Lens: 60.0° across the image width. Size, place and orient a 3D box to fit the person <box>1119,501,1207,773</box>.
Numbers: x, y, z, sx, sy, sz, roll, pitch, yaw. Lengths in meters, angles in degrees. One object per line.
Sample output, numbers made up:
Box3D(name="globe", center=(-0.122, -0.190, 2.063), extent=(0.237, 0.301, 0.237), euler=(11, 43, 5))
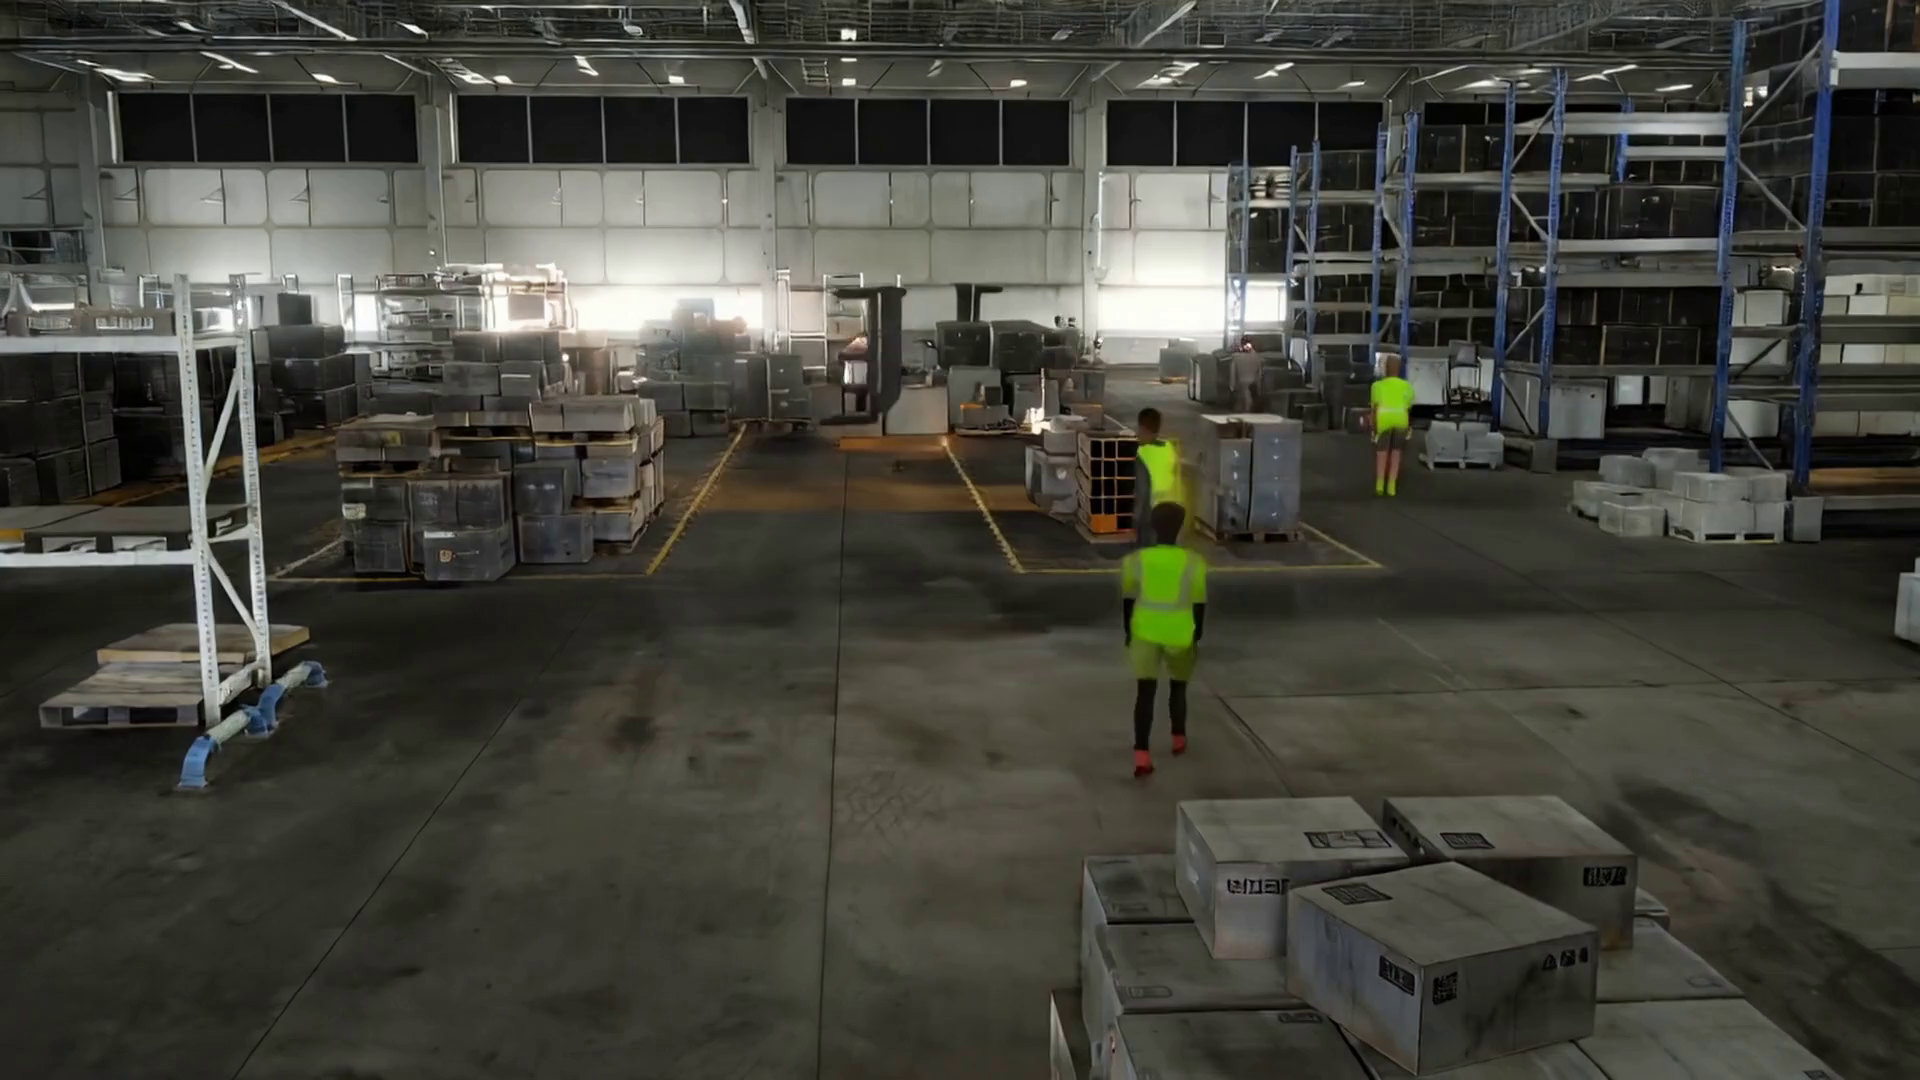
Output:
Box3D(name="person", center=(1.239, 0.583, 10.216), extent=(0.543, 1.654, 0.862), euler=(3, 9, 16))

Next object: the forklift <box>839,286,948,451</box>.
Box3D(name="forklift", center=(-1.161, -2.977, 28.722), extent=(1.873, 2.768, 1.129), euler=(-1, 9, -4))

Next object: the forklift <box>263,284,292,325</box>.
Box3D(name="forklift", center=(-15.683, -4.518, 38.400), extent=(1.873, 2.768, 1.129), euler=(-1, 9, -4))

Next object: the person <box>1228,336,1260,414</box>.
Box3D(name="person", center=(5.352, -2.873, 31.207), extent=(0.641, 1.885, 0.668), euler=(-1, 9, -7))

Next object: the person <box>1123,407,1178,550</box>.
Box3D(name="person", center=(1.622, -0.176, 14.205), extent=(0.449, 1.907, 0.595), euler=(5, 11, 31))

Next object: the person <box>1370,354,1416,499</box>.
Box3D(name="person", center=(5.919, -1.562, 22.740), extent=(0.602, 1.939, 0.795), euler=(3, 10, 20))

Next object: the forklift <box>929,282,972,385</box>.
Box3D(name="forklift", center=(0.115, -5.570, 45.007), extent=(1.873, 2.768, 1.129), euler=(-1, 9, -4))

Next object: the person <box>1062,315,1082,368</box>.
Box3D(name="person", center=(3.121, -5.318, 46.440), extent=(0.646, 1.909, 0.475), euler=(-6, 11, -32))

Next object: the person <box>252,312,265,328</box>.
Box3D(name="person", center=(-20.395, -5.672, 48.590), extent=(0.544, 1.939, 0.372), euler=(3, 10, 20))

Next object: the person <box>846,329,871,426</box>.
Box3D(name="person", center=(-1.968, -3.207, 33.019), extent=(0.626, 1.968, 0.772), euler=(3, 9, 16))

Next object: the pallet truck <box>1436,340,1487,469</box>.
Box3D(name="pallet truck", center=(8.004, -2.170, 26.422), extent=(0.823, 1.965, 1.885), euler=(2, 9, 14))
